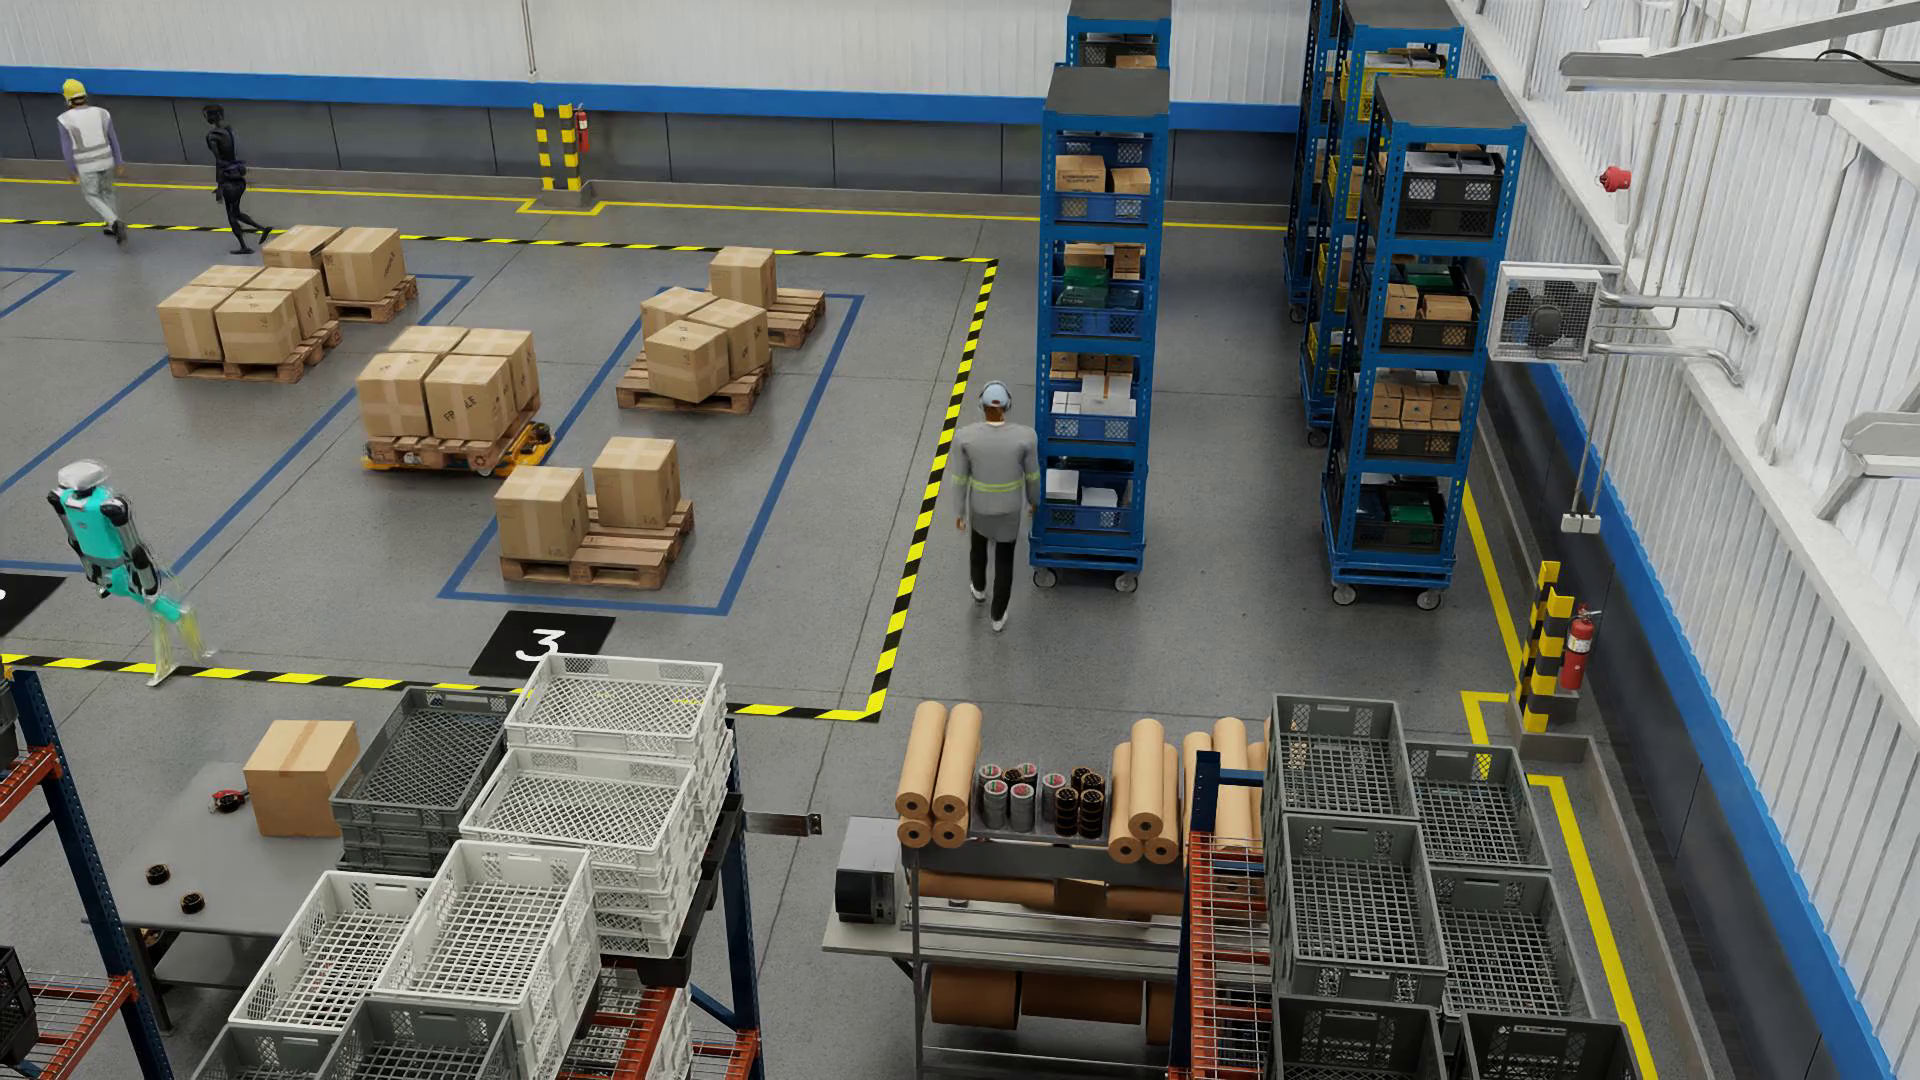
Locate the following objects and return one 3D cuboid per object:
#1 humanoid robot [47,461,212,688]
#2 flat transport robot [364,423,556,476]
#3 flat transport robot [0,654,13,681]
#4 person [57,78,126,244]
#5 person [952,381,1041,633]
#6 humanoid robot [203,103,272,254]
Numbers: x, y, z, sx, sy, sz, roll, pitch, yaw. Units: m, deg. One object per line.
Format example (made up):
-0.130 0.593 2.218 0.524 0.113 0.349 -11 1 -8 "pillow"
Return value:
-5.368 0.240 10.913 0.544 1.880 0.762 8 31 14 "humanoid robot"
-4.216 -0.802 14.023 1.431 0.197 0.652 3 30 6 "flat transport robot"
-7.142 0.969 11.010 1.431 0.231 0.659 3 30 6 "flat transport robot"
-9.445 -4.119 18.203 0.638 1.817 0.587 19 35 29 "person"
0.260 -0.291 11.629 0.598 1.825 0.786 3 30 5 "person"
-7.836 -3.893 17.968 0.418 1.645 0.611 -2 30 -4 "humanoid robot"
